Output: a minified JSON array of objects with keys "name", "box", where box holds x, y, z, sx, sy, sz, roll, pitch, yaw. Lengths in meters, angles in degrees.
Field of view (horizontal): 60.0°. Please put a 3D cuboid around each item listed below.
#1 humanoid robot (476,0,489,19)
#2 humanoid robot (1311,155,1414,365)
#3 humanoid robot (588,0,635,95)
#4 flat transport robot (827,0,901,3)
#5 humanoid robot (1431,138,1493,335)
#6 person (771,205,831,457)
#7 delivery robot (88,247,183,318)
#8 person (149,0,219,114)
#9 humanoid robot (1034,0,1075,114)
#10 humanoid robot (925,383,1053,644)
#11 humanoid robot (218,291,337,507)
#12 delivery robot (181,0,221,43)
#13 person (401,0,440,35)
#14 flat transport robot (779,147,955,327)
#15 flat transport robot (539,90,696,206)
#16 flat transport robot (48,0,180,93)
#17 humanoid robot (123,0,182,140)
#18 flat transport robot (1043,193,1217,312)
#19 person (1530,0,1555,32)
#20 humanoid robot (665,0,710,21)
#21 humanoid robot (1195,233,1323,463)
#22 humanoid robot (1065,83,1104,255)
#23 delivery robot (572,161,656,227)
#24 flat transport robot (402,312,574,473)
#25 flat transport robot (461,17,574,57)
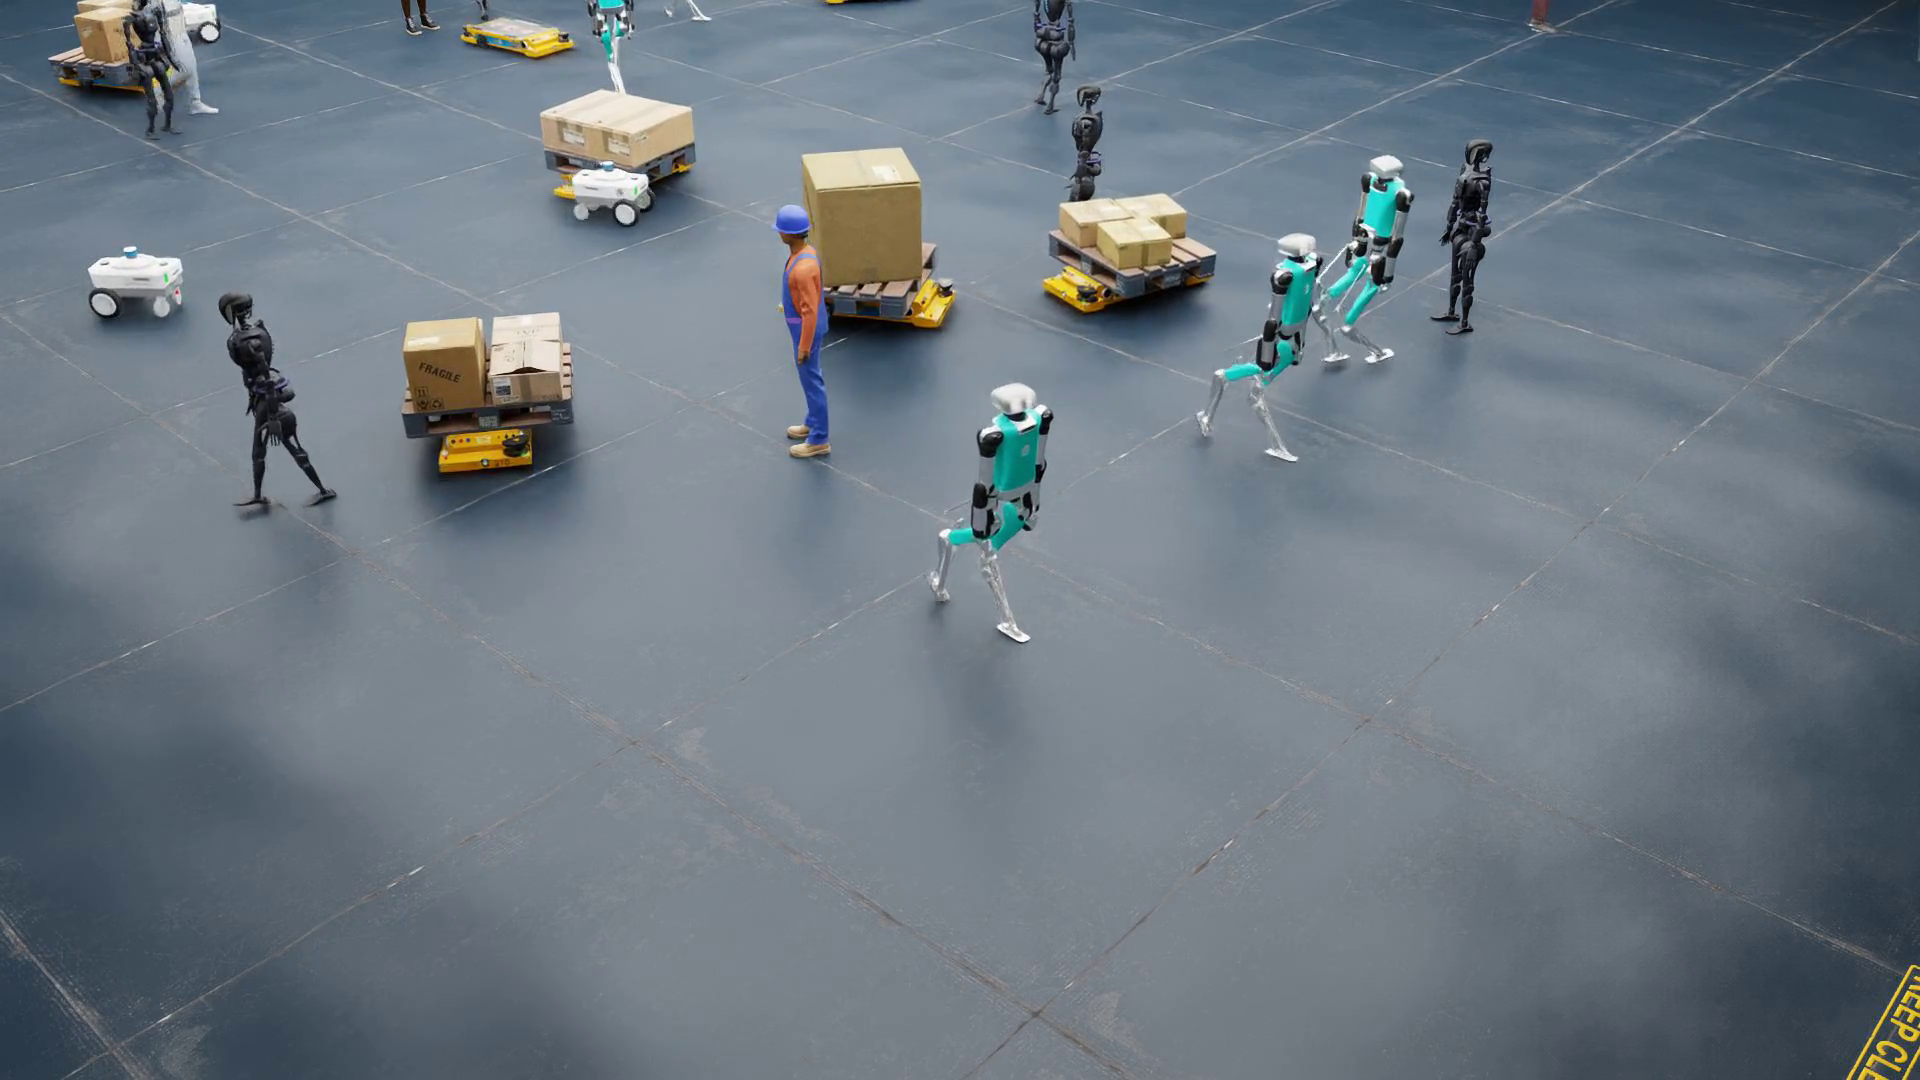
[{"name":"humanoid robot","box":[-6.669,-8.005,22.770,0.590,1.625,0.823,-17,36,-25]},{"name":"humanoid robot","box":[3.155,-2.152,13.217,0.839,1.770,0.553,-15,35,-22]},{"name":"humanoid robot","box":[-4.141,-6.094,19.614,0.547,1.753,1.034,-13,34,-19]},{"name":"flat transport robot","box":[-1.249,-7.931,23.925,1.431,0.231,0.659,-8,33,-12]},{"name":"humanoid robot","box":[4.233,-2.542,13.899,0.315,1.657,0.599,-4,32,-7]},{"name":"person","box":[-1.132,-1.511,12.035,0.370,1.906,0.518,-3,32,-5]},{"name":"delivery robot","box":[-7.209,-2.252,14.522,0.779,0.608,0.525,1,32,1]},{"name":"person","box":[-8.963,-5.746,18.870,0.549,1.894,0.594,-3,32,-4]},{"name":"humanoid robot","box":[1.070,-5.740,19.060,0.599,1.644,0.344,24,39,33]},{"name":"humanoid robot","box":[0.089,-0.254,10.190,0.532,1.769,0.953,-25,40,-34]},{"name":"humanoid robot","box":[-4.745,-0.923,11.319,0.661,1.639,0.589,-22,38,-32]},{"name":"delivery robot","box":[-10.127,-6.827,21.892,0.805,0.612,0.499,-11,33,-17]},{"name":"person","box":[-7.270,-7.709,21.960,0.361,1.964,0.612,19,37,28]},{"name":"flat transport robot","box":[-0.815,-2.124,14.575,1.431,0.231,0.659,7,33,11]},{"name":"flat transport robot","box":[-3.489,-3.808,17.285,0.659,0.231,1.431,18,36,26]},{"name":"flat transport robot","box":[-10.187,-5.682,20.304,1.431,0.231,0.659,10,33,15]},{"name":"humanoid robot","box":[-8.901,-5.265,18.307,0.336,1.652,0.610,12,34,19]},{"name":"flat transport robot","box":[1.518,-2.391,15.005,1.431,0.231,0.659,-18,36,-27]},{"name":"person","box":[7.890,-7.705,22.098,0.379,1.809,0.554,6,32,10]},{"name":"humanoid robot","box":[-3.755,-7.880,22.517,0.900,1.838,0.569,7,33,11]},{"name":"humanoid robot","box":[2.111,-1.460,12.132,0.964,1.769,0.531,25,40,34]},{"name":"humanoid robot","box":[1.130,-3.346,15.208,0.346,1.653,0.588,2,32,3]},{"name":"delivery robot","box":[-3.417,-3.429,16.407,0.779,0.597,0.499,7,33,11]},{"name":"flat transport robot","box":[-3.552,-0.958,12.696,0.659,0.231,1.431,-6,32,-10]},{"name":"flat transport robot","box":[-5.800,-6.578,21.747,1.431,0.231,0.659,20,37,29]}]
